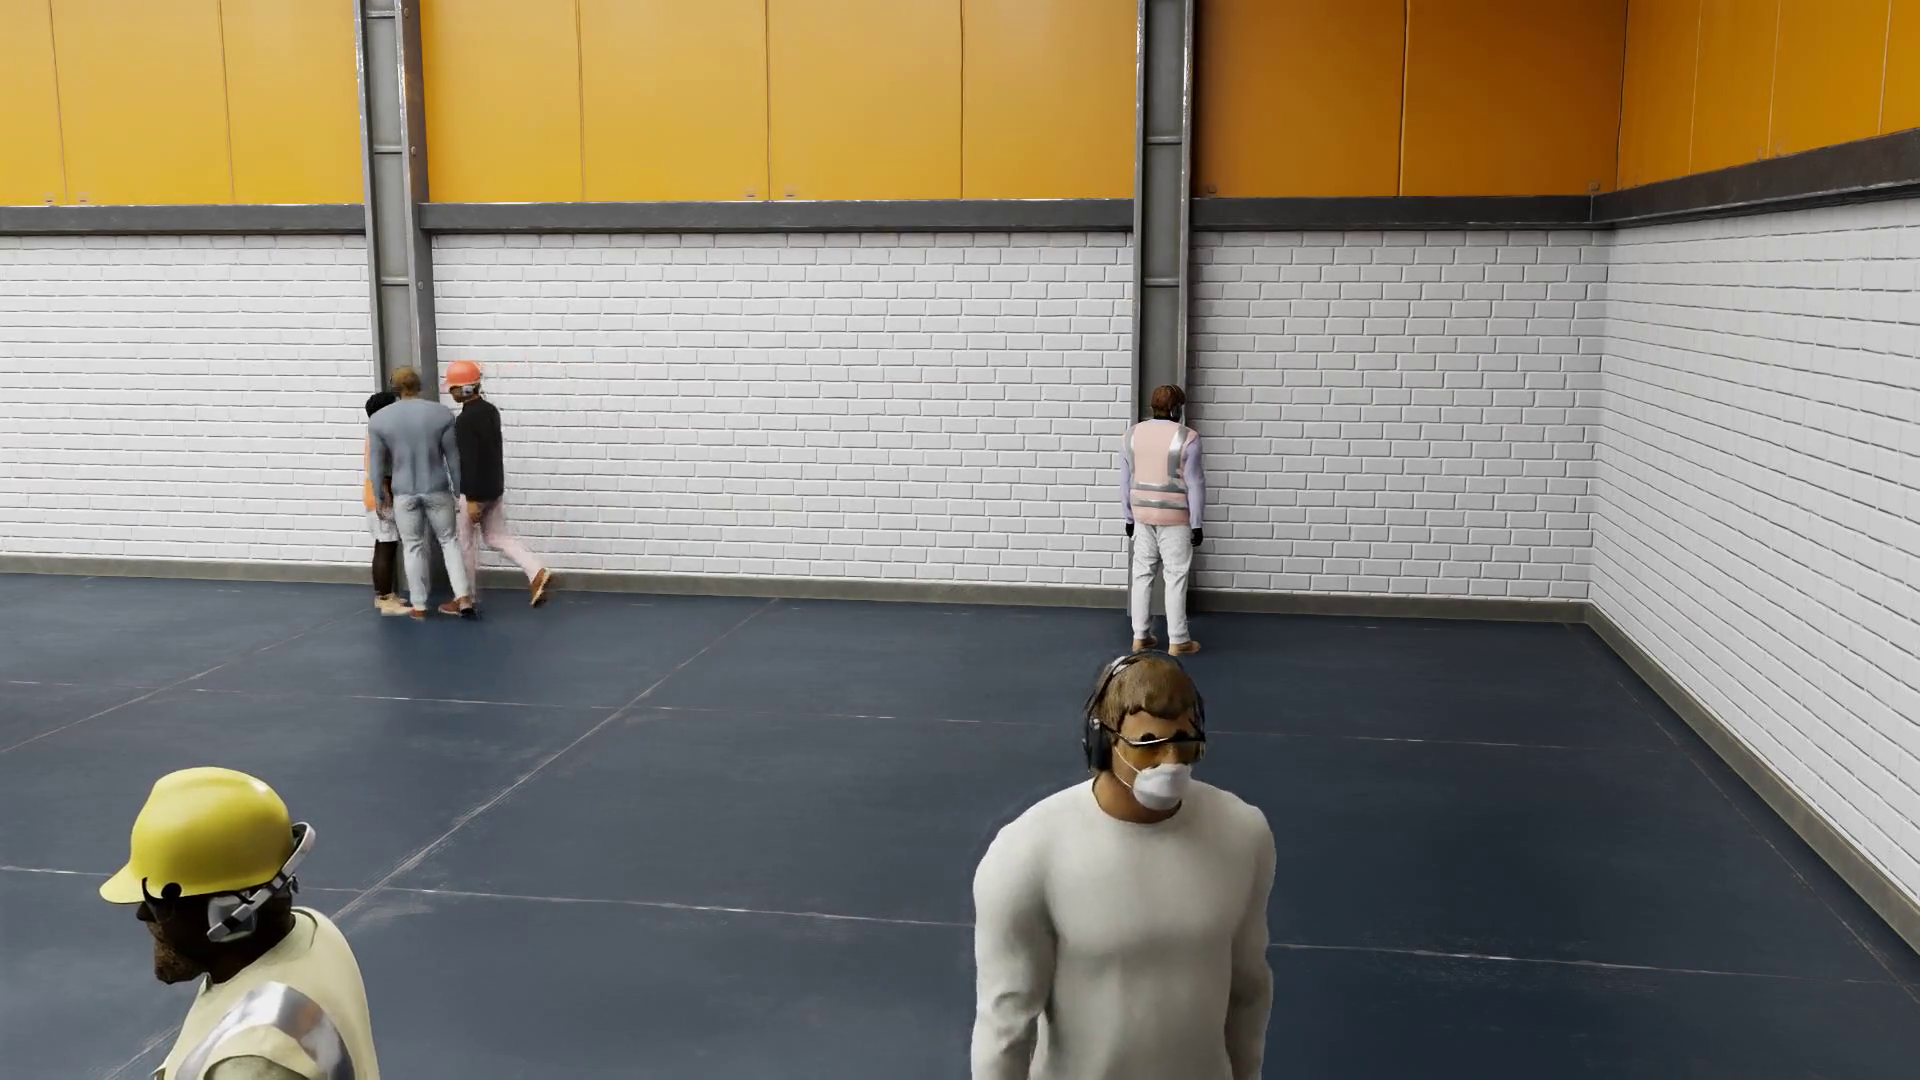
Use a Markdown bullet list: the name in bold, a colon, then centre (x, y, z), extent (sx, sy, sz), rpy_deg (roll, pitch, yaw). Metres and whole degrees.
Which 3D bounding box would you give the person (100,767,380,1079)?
- **person**: centre (-1.157, 1.256, 2.779), extent (0.403, 1.825, 0.595), rpy_deg (-2, 10, -15)

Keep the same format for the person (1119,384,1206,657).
- **person**: centre (1.390, -0.136, 11.298), extent (0.627, 1.843, 0.429), rpy_deg (7, 12, 37)

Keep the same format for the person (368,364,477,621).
- **person**: centre (-3.983, -0.334, 12.288), extent (0.722, 1.933, 0.553), rpy_deg (-3, 10, -16)

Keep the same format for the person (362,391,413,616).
- **person**: centre (-4.352, -0.277, 12.600), extent (0.318, 1.699, 0.567), rpy_deg (-5, 11, -30)

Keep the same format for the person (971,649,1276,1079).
- **person**: centre (0.306, 1.128, 3.287), extent (0.640, 1.916, 0.833), rpy_deg (-3, 10, -20)

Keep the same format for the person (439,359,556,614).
- **person**: centre (-3.534, -0.384, 12.502), extent (0.852, 1.949, 0.620), rpy_deg (2, 9, 12)
